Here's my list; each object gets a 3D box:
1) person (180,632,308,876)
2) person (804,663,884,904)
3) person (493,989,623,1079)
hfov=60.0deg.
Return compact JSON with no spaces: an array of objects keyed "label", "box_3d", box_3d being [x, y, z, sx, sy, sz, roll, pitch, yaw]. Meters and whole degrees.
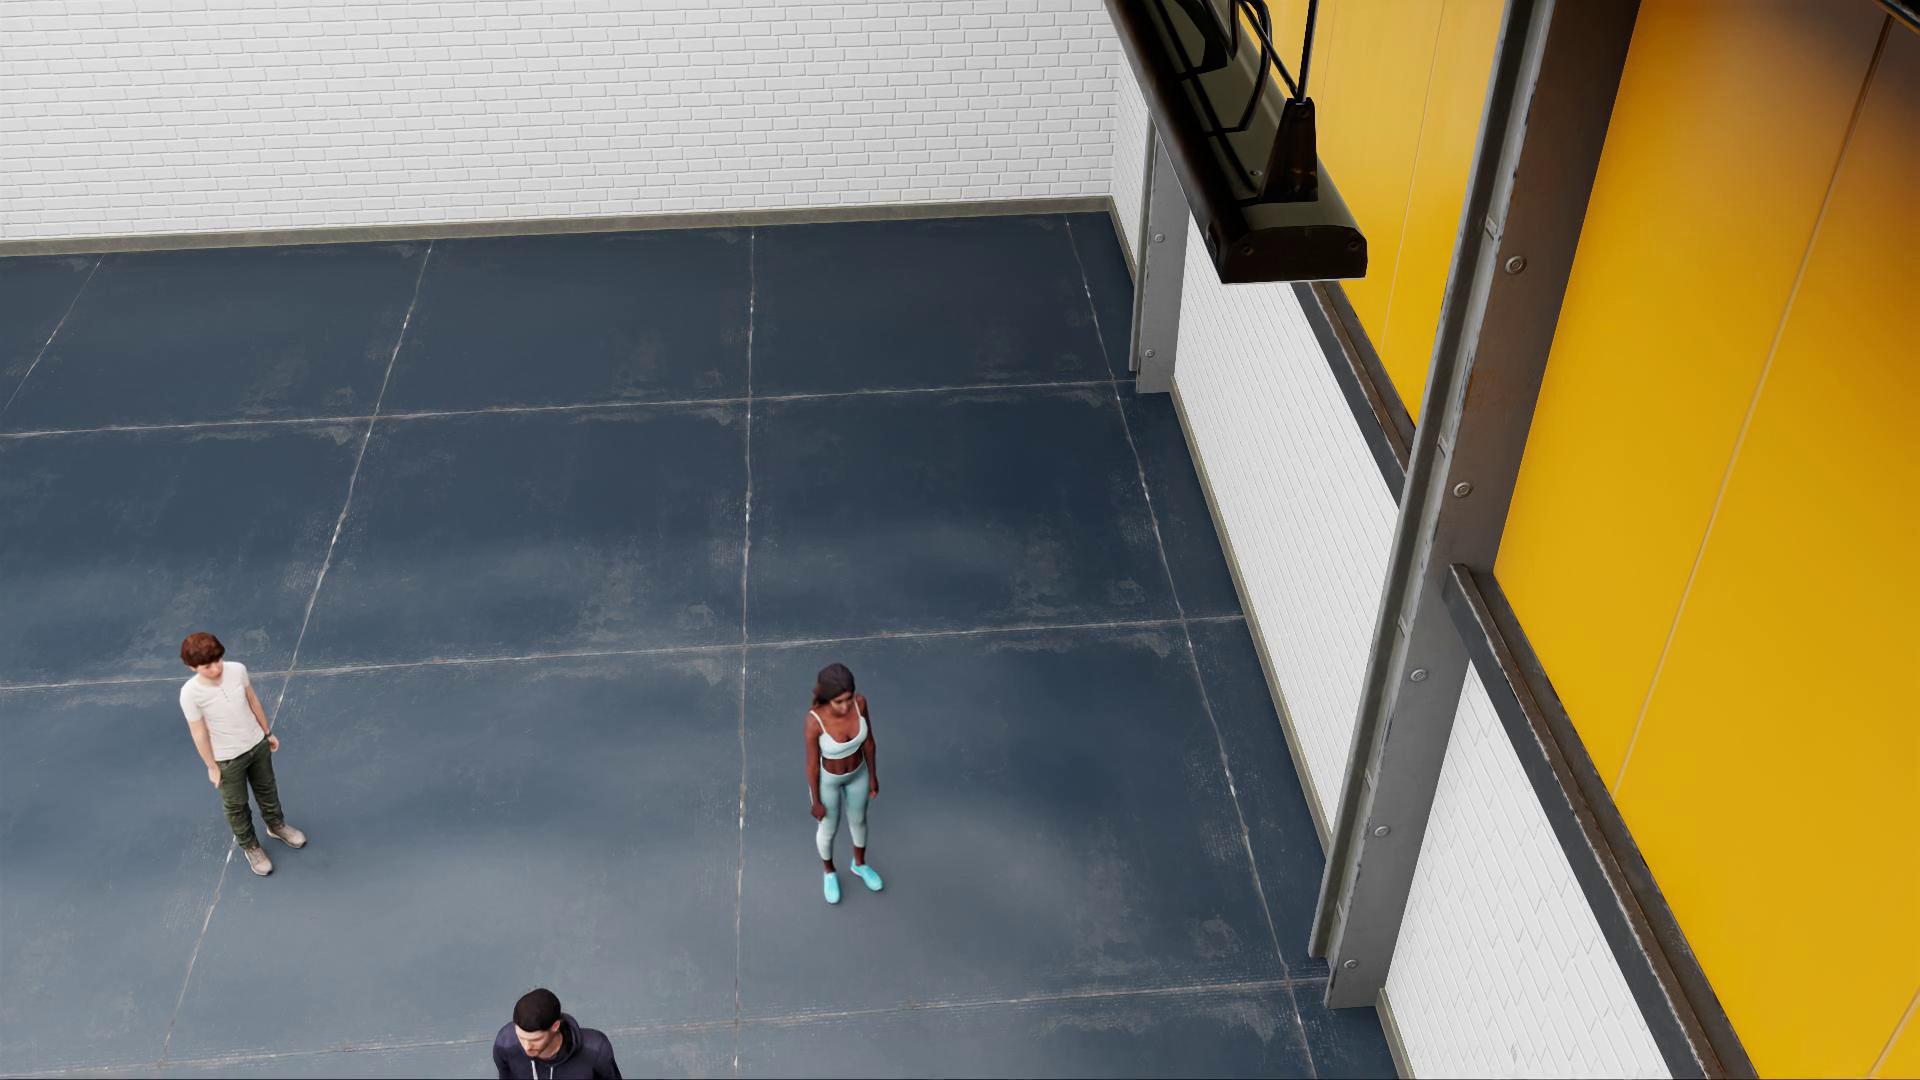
[{"label":"person","box_3d":[-4.062,1.164,9.332,0.726,1.654,0.654,24,44,27]},{"label":"person","box_3d":[-0.655,1.310,9.096,0.643,1.720,0.657,-20,43,-23]},{"label":"person","box_3d":[-1.725,2.570,7.381,0.714,1.892,0.624,3,39,4]}]
